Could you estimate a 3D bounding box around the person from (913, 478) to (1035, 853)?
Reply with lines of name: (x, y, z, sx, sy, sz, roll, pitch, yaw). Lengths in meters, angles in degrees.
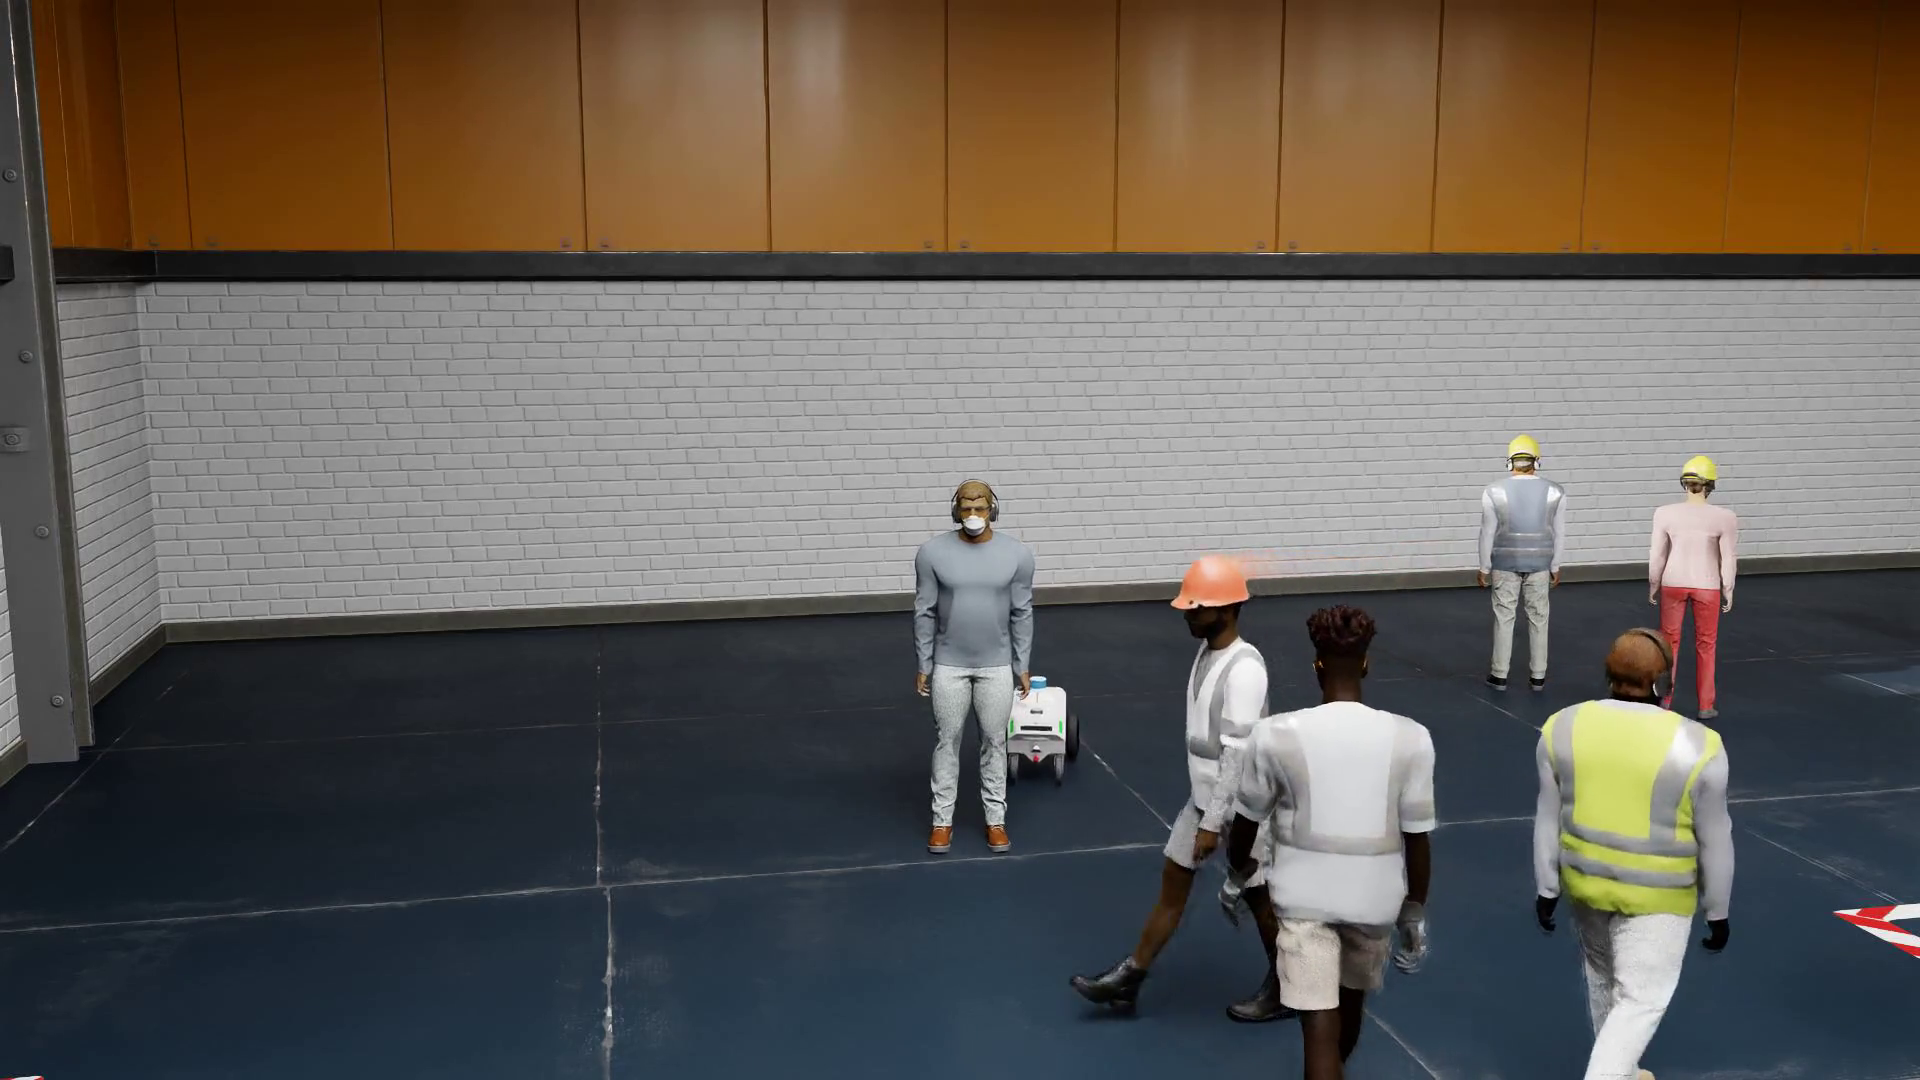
person: (0.071, 0.646, 8.548, 0.627, 1.941, 0.371, 0, 9, -1)

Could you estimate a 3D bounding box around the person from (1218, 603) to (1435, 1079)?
person: (1.206, 1.158, 5.516, 0.640, 1.896, 1.014, 0, 9, 0)

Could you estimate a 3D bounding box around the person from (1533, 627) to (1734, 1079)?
person: (2.248, 1.194, 5.636, 0.626, 1.815, 0.909, 9, 13, 44)

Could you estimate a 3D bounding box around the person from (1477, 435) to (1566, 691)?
person: (3.975, 0.169, 11.815, 0.588, 1.821, 0.404, 1, 9, 7)

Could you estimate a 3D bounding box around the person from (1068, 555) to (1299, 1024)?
person: (0.911, 1.002, 6.501, 0.995, 1.887, 0.555, -2, 10, -12)

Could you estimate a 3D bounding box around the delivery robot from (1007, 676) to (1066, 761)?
delivery robot: (0.465, 1.060, 9.946, 0.477, 0.478, 0.707, 1, 9, 4)

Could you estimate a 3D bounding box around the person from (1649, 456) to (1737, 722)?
person: (4.863, 0.320, 11.063, 0.533, 1.767, 0.321, 5, 10, 26)
